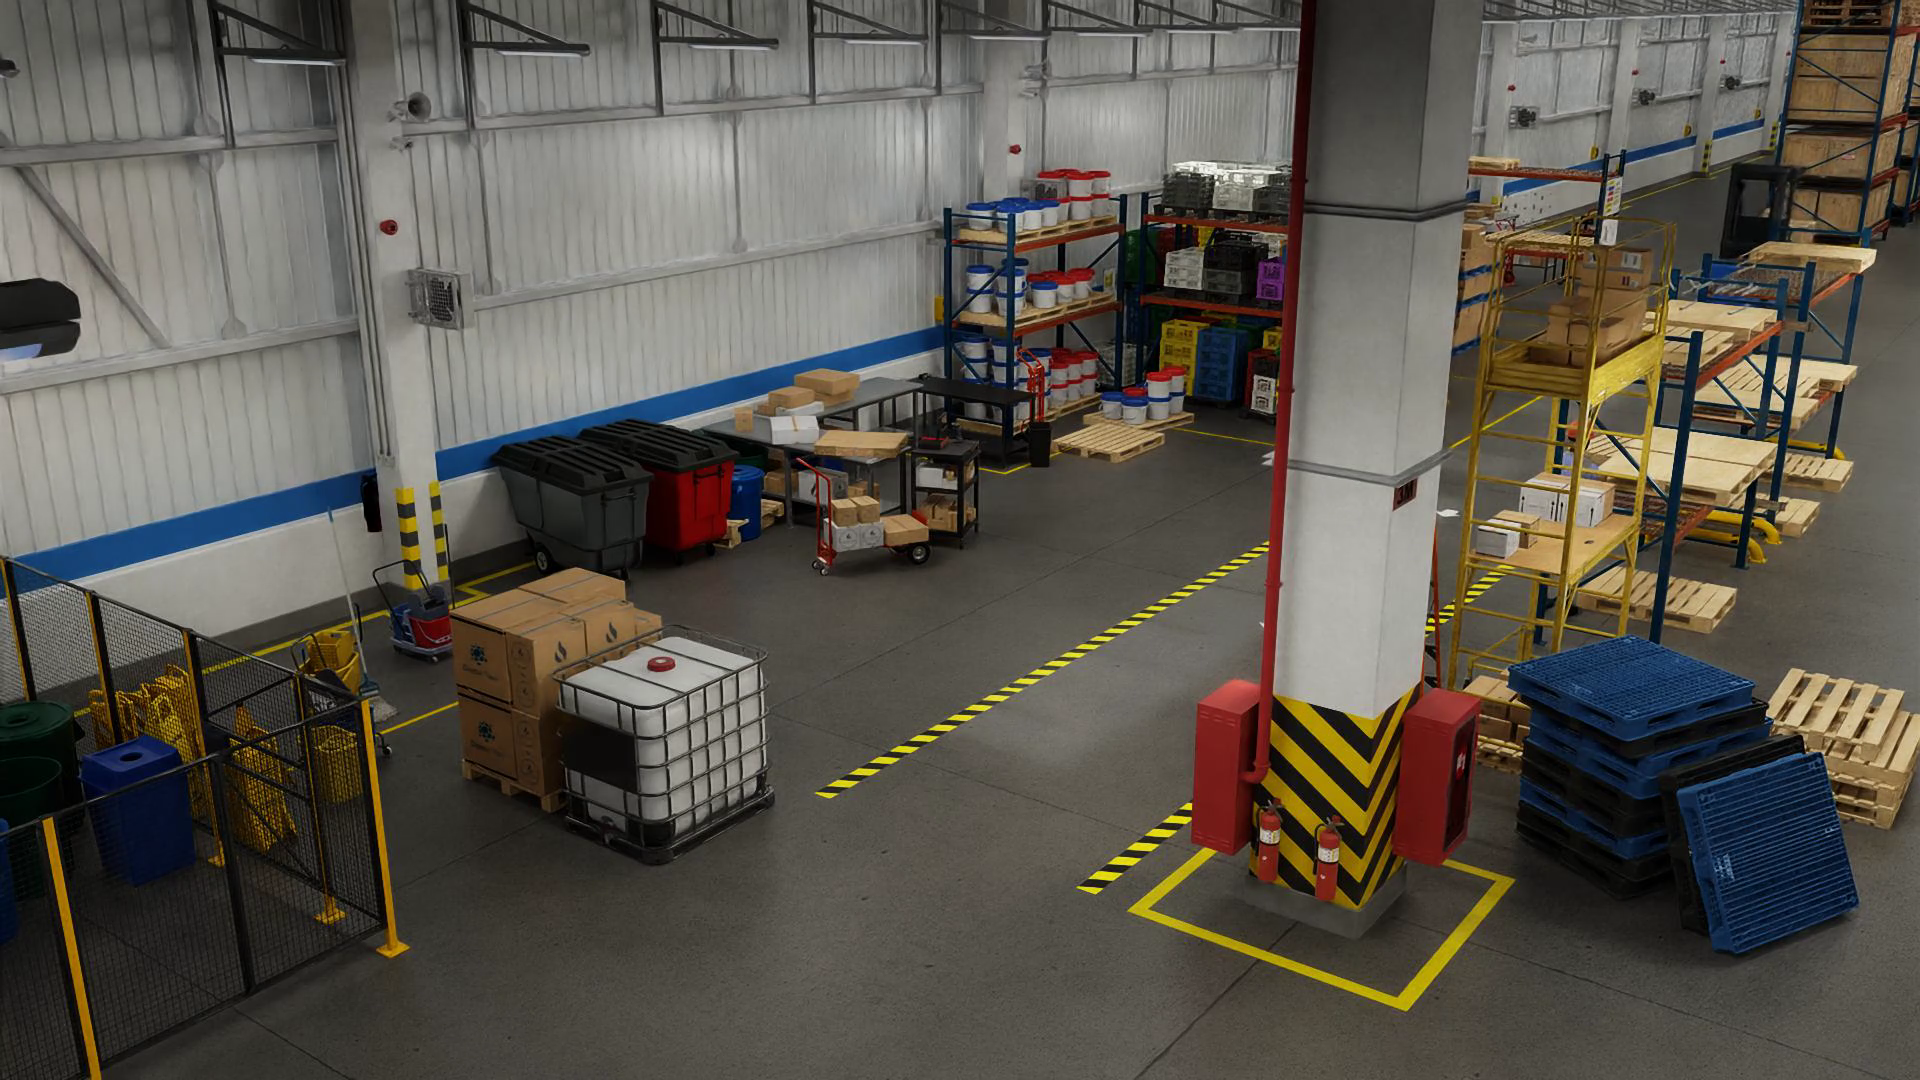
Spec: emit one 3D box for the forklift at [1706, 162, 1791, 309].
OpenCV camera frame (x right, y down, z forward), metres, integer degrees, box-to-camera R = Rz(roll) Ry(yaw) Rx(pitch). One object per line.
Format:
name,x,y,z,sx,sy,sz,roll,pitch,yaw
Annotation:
forklift,14.354,-5.423,30.218,1.129,2.768,1.873,13,22,34

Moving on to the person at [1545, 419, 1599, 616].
person,5.773,-0.211,15.780,0.374,1.932,0.544,-14,23,-36
